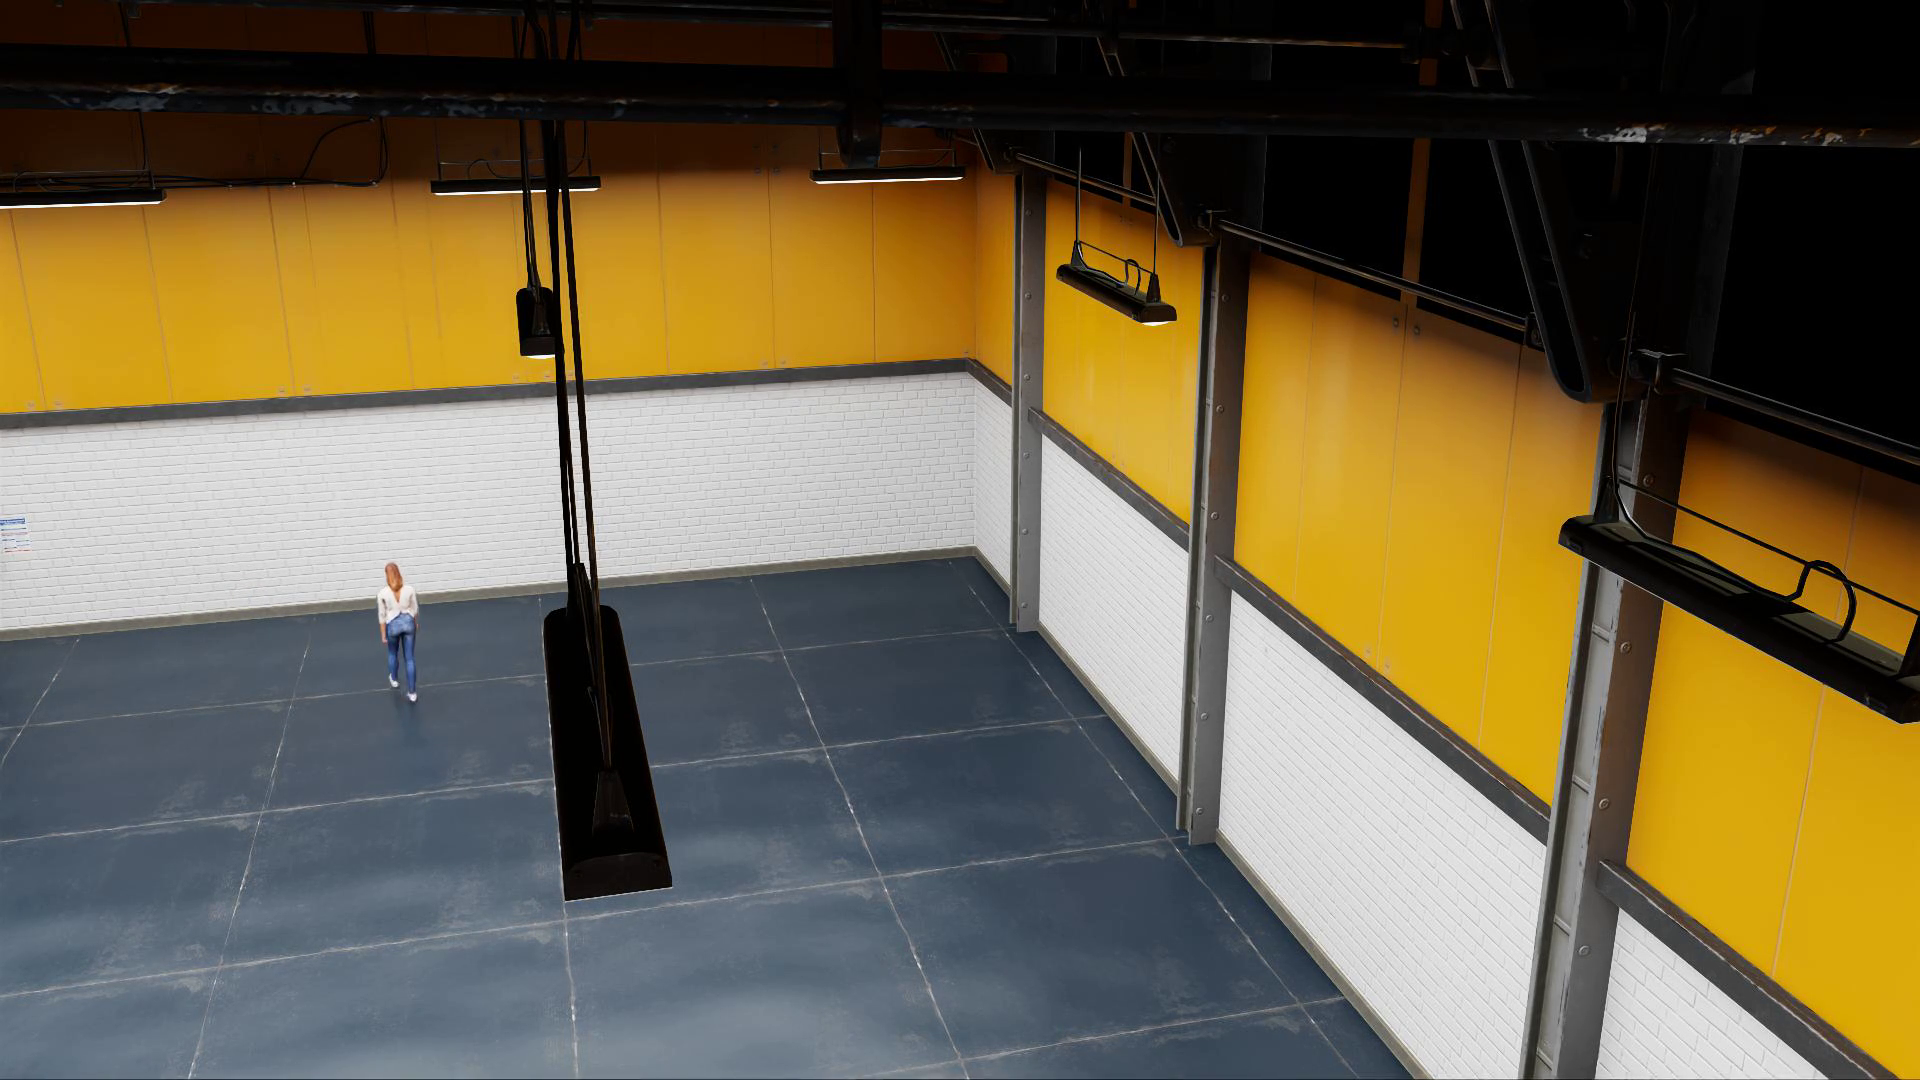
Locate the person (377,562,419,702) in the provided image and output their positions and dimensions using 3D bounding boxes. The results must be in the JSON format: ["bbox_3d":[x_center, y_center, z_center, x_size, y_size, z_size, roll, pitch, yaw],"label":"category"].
[{"bbox_3d":[-6.704,1.126,19.974,0.738,1.689,1.045,-8,20,-22],"label":"person"}]
